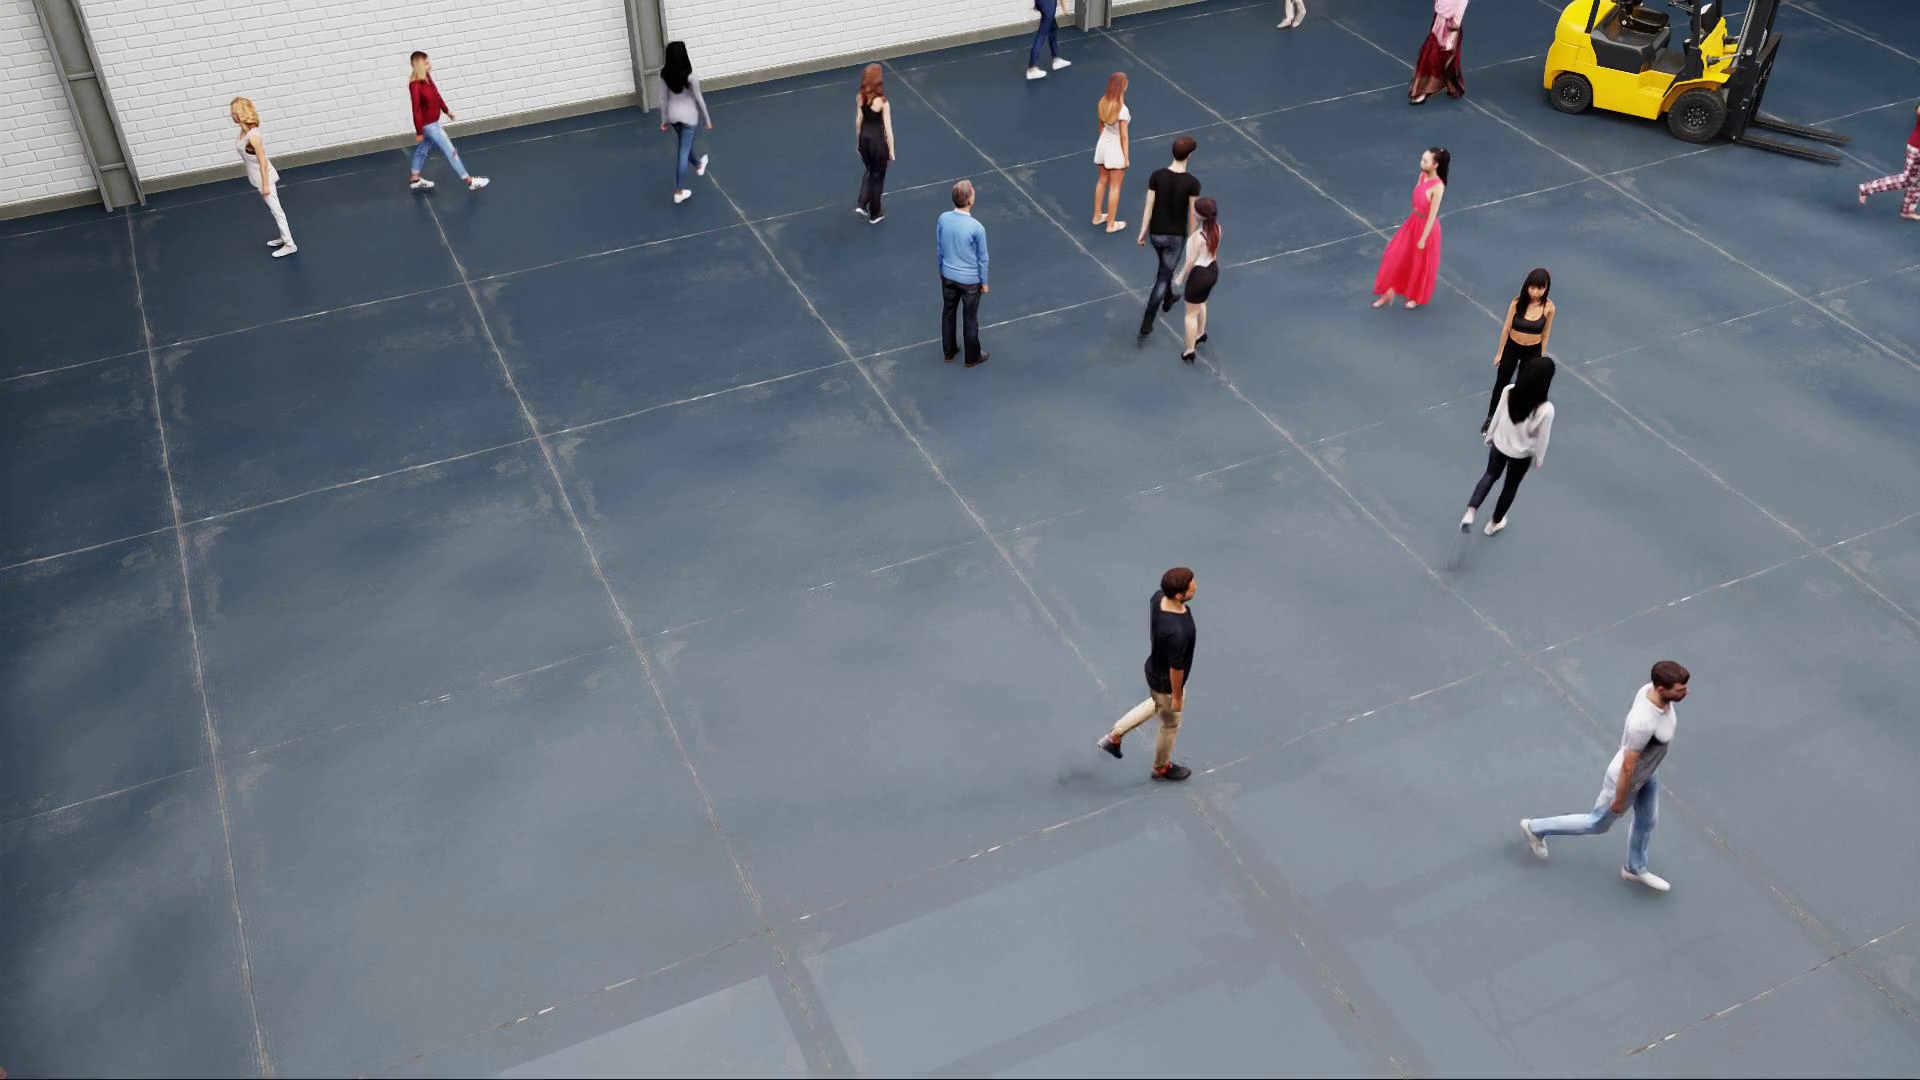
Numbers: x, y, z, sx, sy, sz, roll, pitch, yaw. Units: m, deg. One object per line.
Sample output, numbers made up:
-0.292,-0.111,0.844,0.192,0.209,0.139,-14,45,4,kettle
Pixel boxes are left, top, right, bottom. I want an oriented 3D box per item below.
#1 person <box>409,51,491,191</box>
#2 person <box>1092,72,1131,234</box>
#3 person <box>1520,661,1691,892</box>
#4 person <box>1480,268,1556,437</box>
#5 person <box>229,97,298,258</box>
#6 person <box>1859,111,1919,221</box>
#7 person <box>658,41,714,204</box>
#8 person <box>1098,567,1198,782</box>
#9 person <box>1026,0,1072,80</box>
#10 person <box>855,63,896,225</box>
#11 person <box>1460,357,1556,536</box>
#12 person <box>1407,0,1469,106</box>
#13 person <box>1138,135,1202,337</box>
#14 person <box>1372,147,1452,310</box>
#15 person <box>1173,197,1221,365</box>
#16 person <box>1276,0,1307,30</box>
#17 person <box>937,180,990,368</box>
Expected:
-5.761,-4.443,17.846,1.185,1.577,0.859,-5,39,-6,person
1.565,-4.021,17.224,0.574,1.693,0.596,-22,44,-25,person
4.060,1.437,10.291,1.113,1.816,1.218,24,44,27,person
4.809,-1.606,14.242,0.620,1.643,0.689,10,40,13,person
-7.042,-3.681,16.818,0.546,1.670,0.610,-19,42,-22,person
9.977,-4.152,17.400,1.007,1.680,0.985,16,41,19,person
-2.995,-4.411,17.712,1.096,1.694,1.176,14,41,17,person
1.267,0.906,10.934,0.952,1.844,0.779,-5,39,-7,person
0.962,-6.462,20.238,0.888,1.748,0.619,-13,41,-16,person
-0.956,-4.069,17.250,0.788,1.737,0.861,21,43,24,person
4.292,-0.674,13.040,0.795,1.685,0.904,28,46,30,person
5.807,-5.964,19.727,1.082,1.606,0.732,-24,44,-27,person
1.910,-2.793,15.569,1.131,1.840,1.284,17,42,20,person
4.481,-2.949,15.868,0.861,1.710,0.666,-10,40,-13,person
2.211,-2.349,15.178,0.753,1.634,0.687,23,44,26,person
4.402,-7.547,21.525,0.689,1.837,0.672,-21,43,-24,person
0.016,-2.427,15.129,0.749,1.818,0.763,20,43,24,person
